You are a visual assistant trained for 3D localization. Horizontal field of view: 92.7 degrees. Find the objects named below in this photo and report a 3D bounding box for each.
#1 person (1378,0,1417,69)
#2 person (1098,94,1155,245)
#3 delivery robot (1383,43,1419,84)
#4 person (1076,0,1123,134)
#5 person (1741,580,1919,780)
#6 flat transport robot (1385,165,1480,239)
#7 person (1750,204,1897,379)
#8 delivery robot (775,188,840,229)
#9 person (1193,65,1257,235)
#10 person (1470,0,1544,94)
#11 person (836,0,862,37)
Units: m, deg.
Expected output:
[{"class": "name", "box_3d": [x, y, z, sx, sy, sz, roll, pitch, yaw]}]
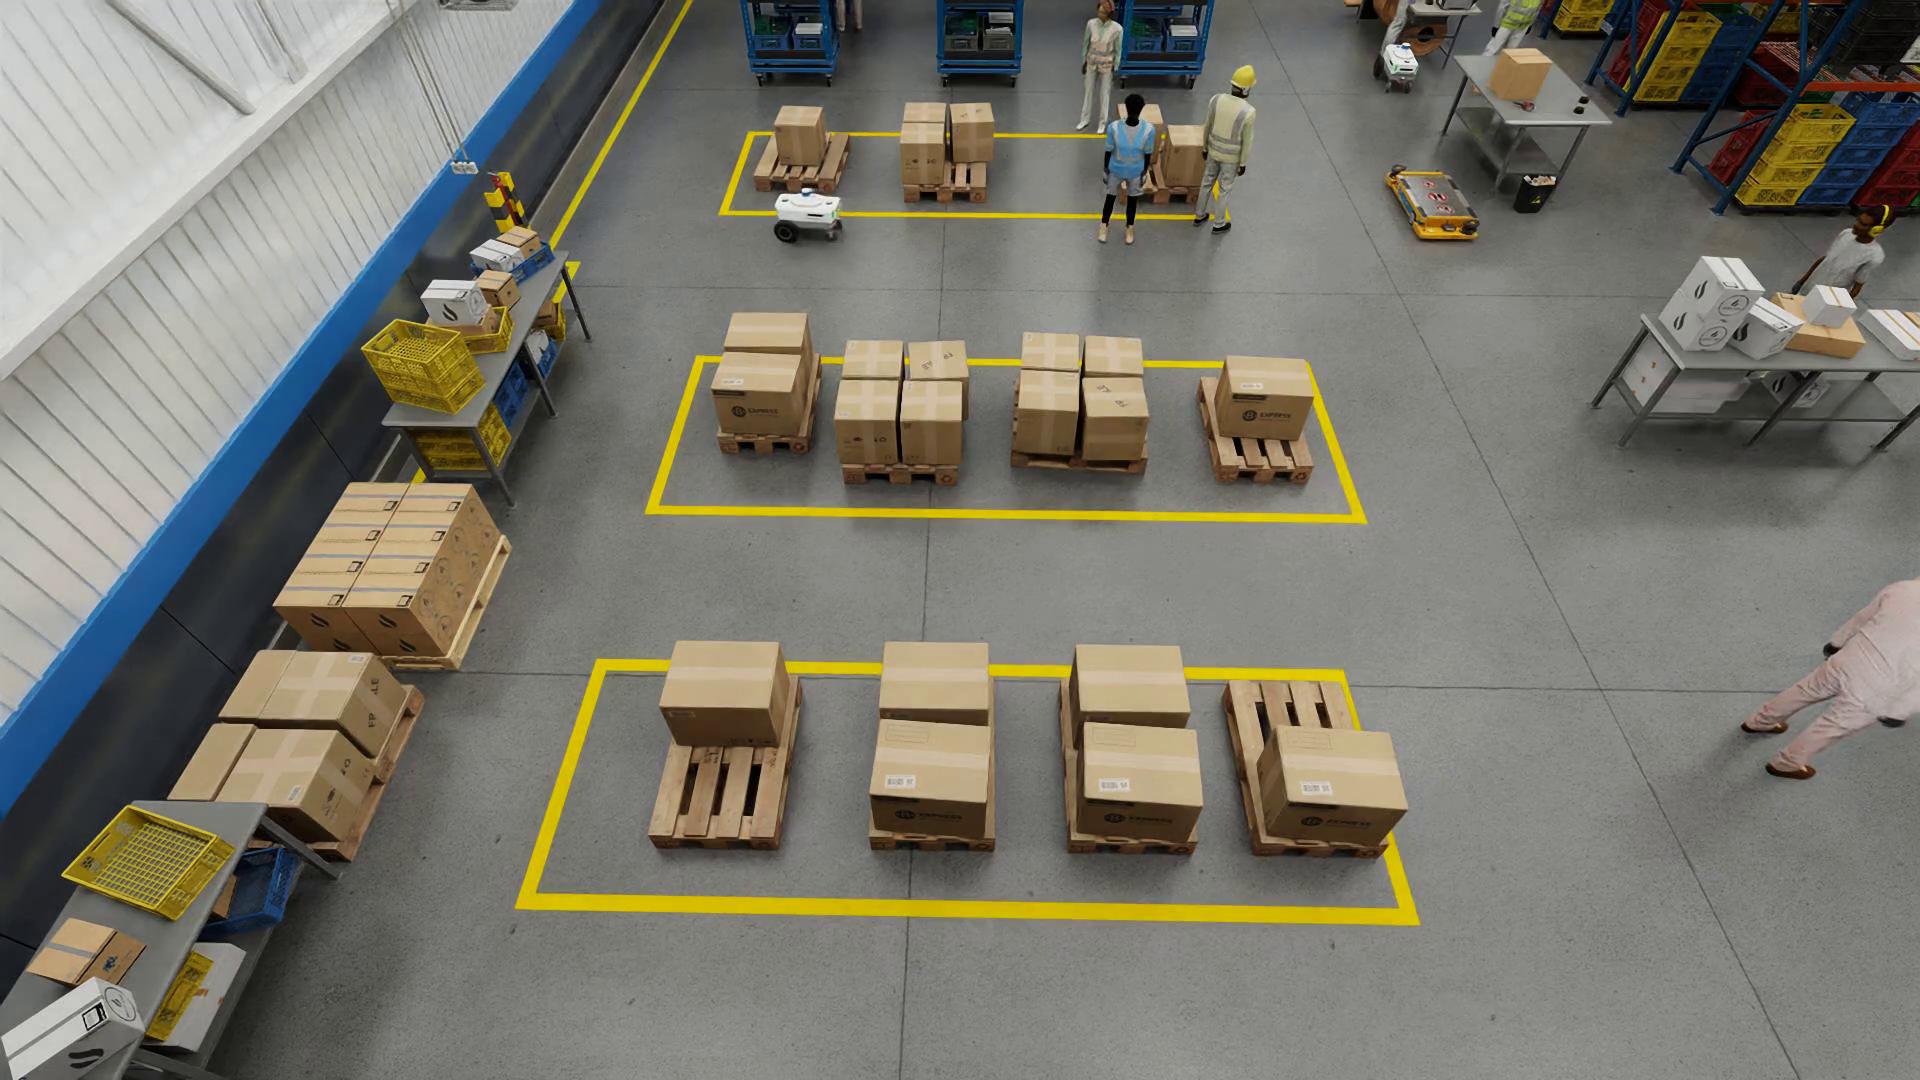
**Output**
[{"class": "person", "box_3d": [6.524, -7.883, 13.253, 0.370, 1.930, 0.628, 15, 51, 13]}, {"class": "person", "box_3d": [1.822, -4.065, 10.105, 0.532, 1.690, 0.322, 6, 49, 5]}, {"class": "delivery robot", "box_3d": [6.373, -6.919, 13.257, 0.477, 0.478, 0.707, 4, 49, 4]}, {"class": "person", "box_3d": [1.831, -6.161, 11.950, 0.514, 1.636, 0.315, 22, 53, 18]}, {"class": "person", "box_3d": [5.717, 0.839, 5.724, 0.401, 1.900, 0.650, 2, 49, 2]}, {"class": "flat transport robot", "box_3d": [5.692, -4.094, 11.059, 0.652, 0.197, 1.431, 1, 49, 1]}, {"class": "person", "box_3d": [7.774, -2.176, 8.356, 0.312, 1.858, 0.535, -2, 49, -2]}, {"class": "delivery robot", "box_3d": [-1.749, -3.811, 10.568, 0.707, 0.478, 0.477, 5, 49, 4]}, {"class": "person", "box_3d": [2.979, -4.340, 10.245, 0.404, 1.830, 0.599, -35, 58, -27]}, {"class": "person", "box_3d": [7.679, -7.164, 12.693, 0.631, 1.836, 0.429, -8, 50, -6]}, {"class": "person", "box_3d": [-1.746, -8.830, 14.040, 0.625, 1.980, 0.411, -16, 51, -14]}]
